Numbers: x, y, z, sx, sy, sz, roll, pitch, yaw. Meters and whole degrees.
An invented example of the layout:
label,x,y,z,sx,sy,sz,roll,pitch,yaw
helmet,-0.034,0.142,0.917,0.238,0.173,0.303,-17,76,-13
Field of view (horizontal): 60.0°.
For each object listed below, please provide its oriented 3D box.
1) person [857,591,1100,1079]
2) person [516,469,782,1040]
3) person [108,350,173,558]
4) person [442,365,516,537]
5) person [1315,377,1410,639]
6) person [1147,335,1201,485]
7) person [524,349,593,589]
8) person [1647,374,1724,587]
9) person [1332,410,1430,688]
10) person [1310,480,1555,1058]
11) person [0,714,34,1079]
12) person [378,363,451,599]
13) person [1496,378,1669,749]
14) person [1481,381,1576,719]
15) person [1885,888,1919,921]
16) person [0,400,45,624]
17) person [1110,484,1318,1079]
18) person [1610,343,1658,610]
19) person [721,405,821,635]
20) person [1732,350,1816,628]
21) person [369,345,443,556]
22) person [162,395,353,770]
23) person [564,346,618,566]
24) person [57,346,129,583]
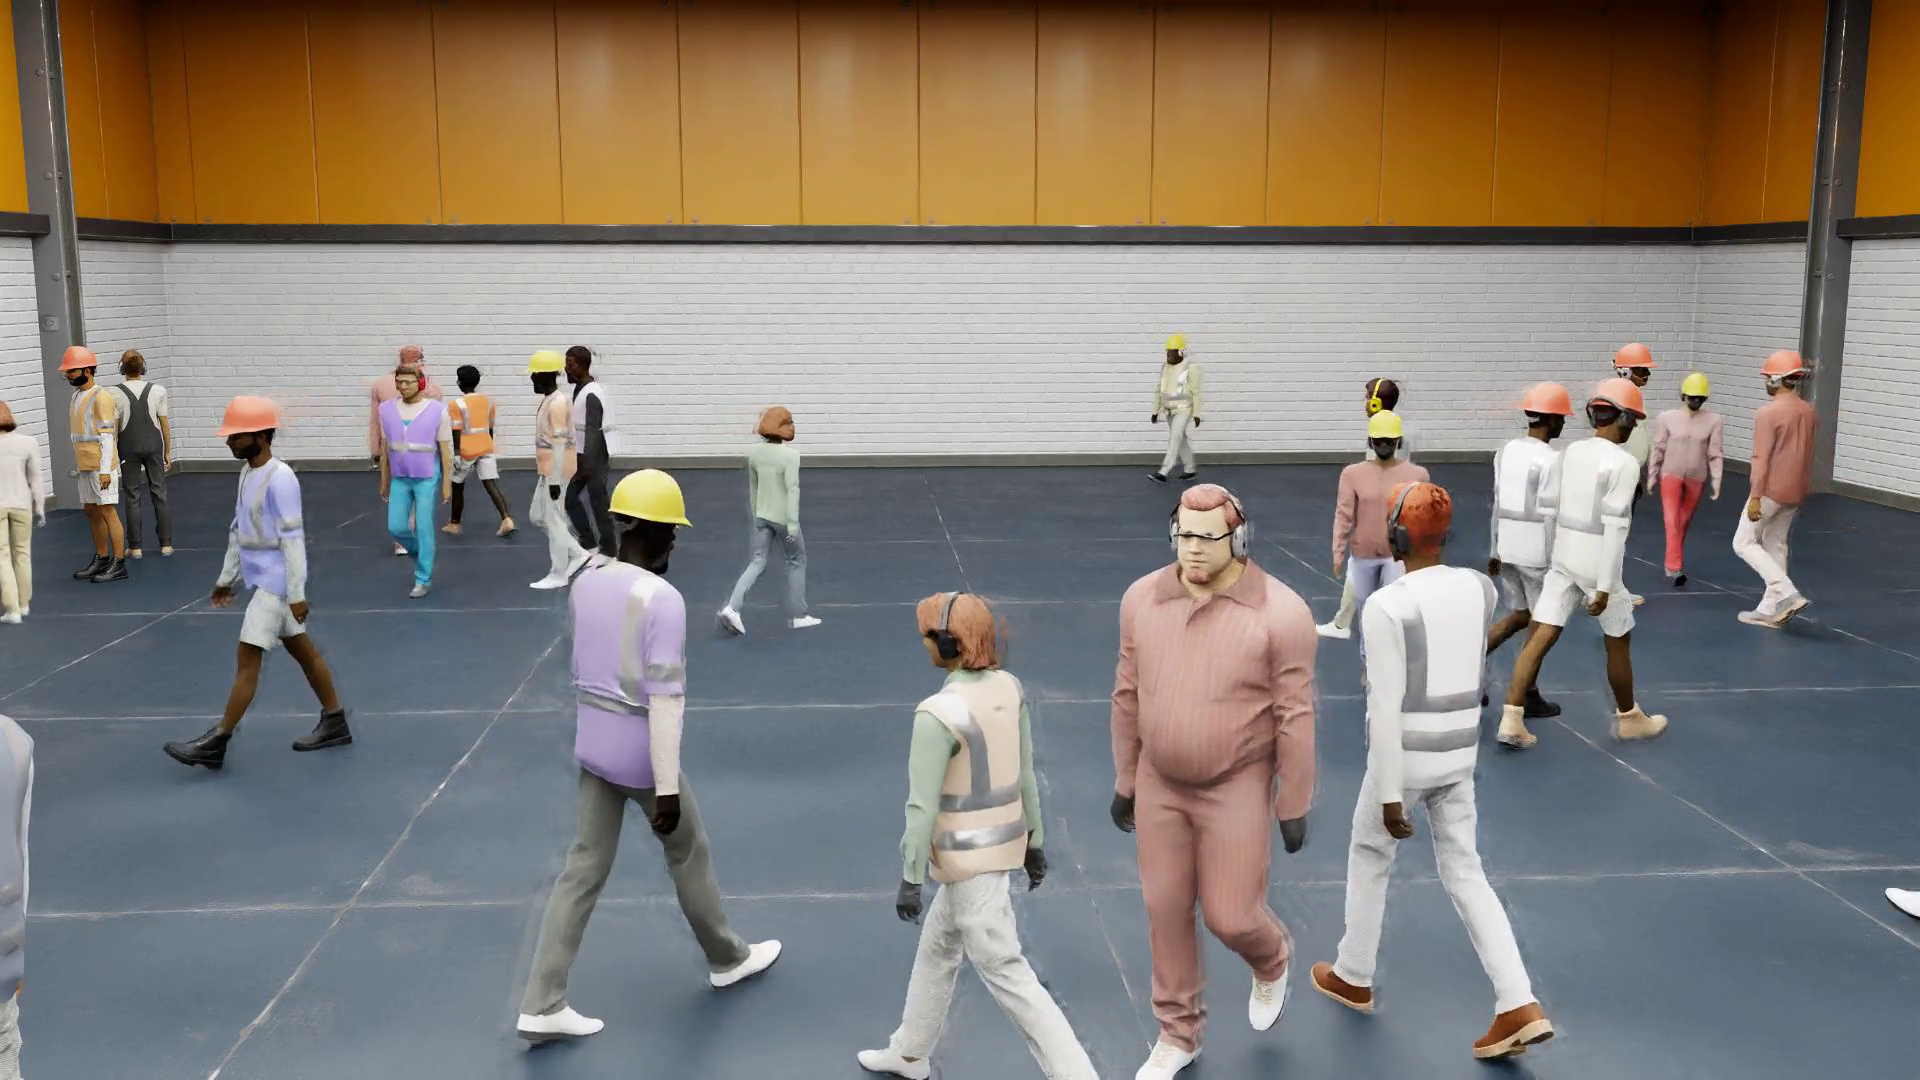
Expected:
label,x,y,z,sx,sy,sz,roll,pitch,yaw
person,0.082,0.937,4.874,0.908,1.586,0.520,5,10,27
person,-1.087,0.700,5.546,0.597,1.866,1.032,8,12,41
person,-7.260,-0.757,14.727,0.505,1.846,0.346,-6,11,-35
person,-4.604,-0.842,15.862,0.864,1.659,0.543,7,11,36
person,2.896,-0.182,11.207,0.987,1.828,0.537,8,12,42
person,2.559,-1.556,19.947,0.935,1.780,0.623,-6,11,-35
person,-3.245,-0.556,13.233,0.418,1.915,0.608,-3,10,-18
person,5.867,-0.486,13.438,0.532,1.704,0.943,1,9,8
person,2.472,0.093,9.789,0.547,1.716,0.922,3,10,19
person,1.548,0.733,5.390,0.574,1.851,0.902,-5,10,-27
person,-2.314,1.002,3.716,0.404,1.833,0.586,1,9,4
person,-4.232,-0.467,12.943,0.595,1.826,0.457,1,9,7
person,3.281,0.140,8.740,1.103,1.979,0.634,-4,10,-22
person,3.133,0.068,9.305,0.570,1.915,0.553,-3,9,-18
person,3.970,0.591,6.158,0.683,1.872,0.873,-5,11,-31
person,-6.923,-0.212,12.030,0.483,1.625,0.517,9,13,44
person,0.792,0.743,5.180,0.659,1.882,0.592,6,11,33
person,4.985,-0.475,12.483,0.377,1.995,0.608,7,11,36
person,-1.336,-0.137,11.611,0.505,1.609,0.771,8,12,40
person,5.760,-0.342,11.702,0.639,1.974,0.480,-5,11,-31
person,-4.928,-0.816,15.009,0.655,1.872,0.767,2,9,13
person,-3.615,0.209,8.503,0.975,1.883,0.572,-6,11,-35
person,-3.227,-0.710,14.249,0.590,1.897,0.639,-4,10,-24
person,-7.095,-0.614,13.580,0.540,1.931,0.377,7,11,36
